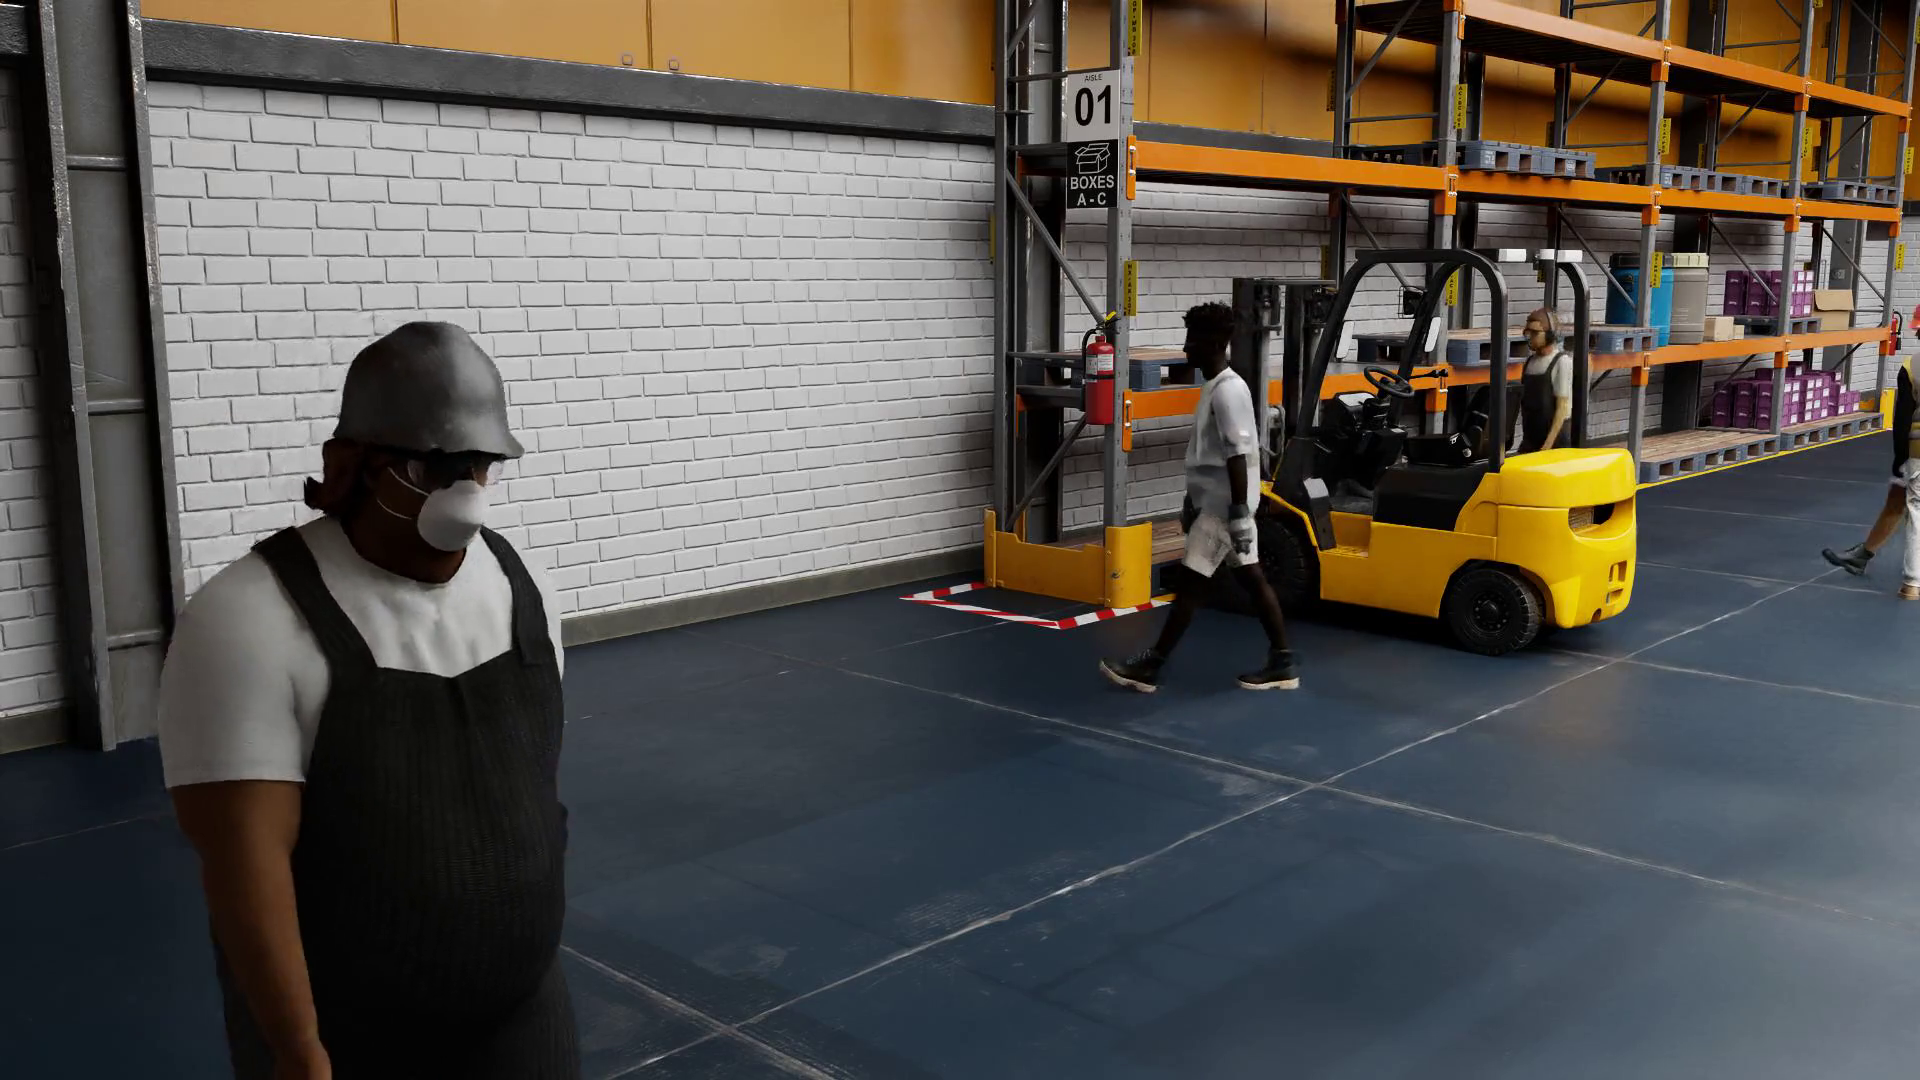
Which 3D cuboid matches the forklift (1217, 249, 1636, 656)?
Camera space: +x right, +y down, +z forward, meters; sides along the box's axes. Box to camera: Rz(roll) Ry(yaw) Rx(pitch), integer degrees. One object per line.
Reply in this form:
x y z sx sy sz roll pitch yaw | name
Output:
2.710 -0.584 9.626 2.313 2.155 1.214 9 13 43 | forklift

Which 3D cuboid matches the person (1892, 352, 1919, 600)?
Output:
6.137 -0.520 10.334 0.621 1.838 0.429 5 11 30 | person

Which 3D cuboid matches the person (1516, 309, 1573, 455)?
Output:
3.864 -0.644 11.234 0.976 1.789 0.515 -4 10 -24 | person

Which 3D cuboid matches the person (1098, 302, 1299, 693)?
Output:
1.214 -0.193 8.102 1.012 1.905 0.620 1 9 8 | person

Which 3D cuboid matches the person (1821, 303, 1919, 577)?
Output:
6.251 -0.632 10.854 0.977 1.883 0.555 1 9 5 | person
